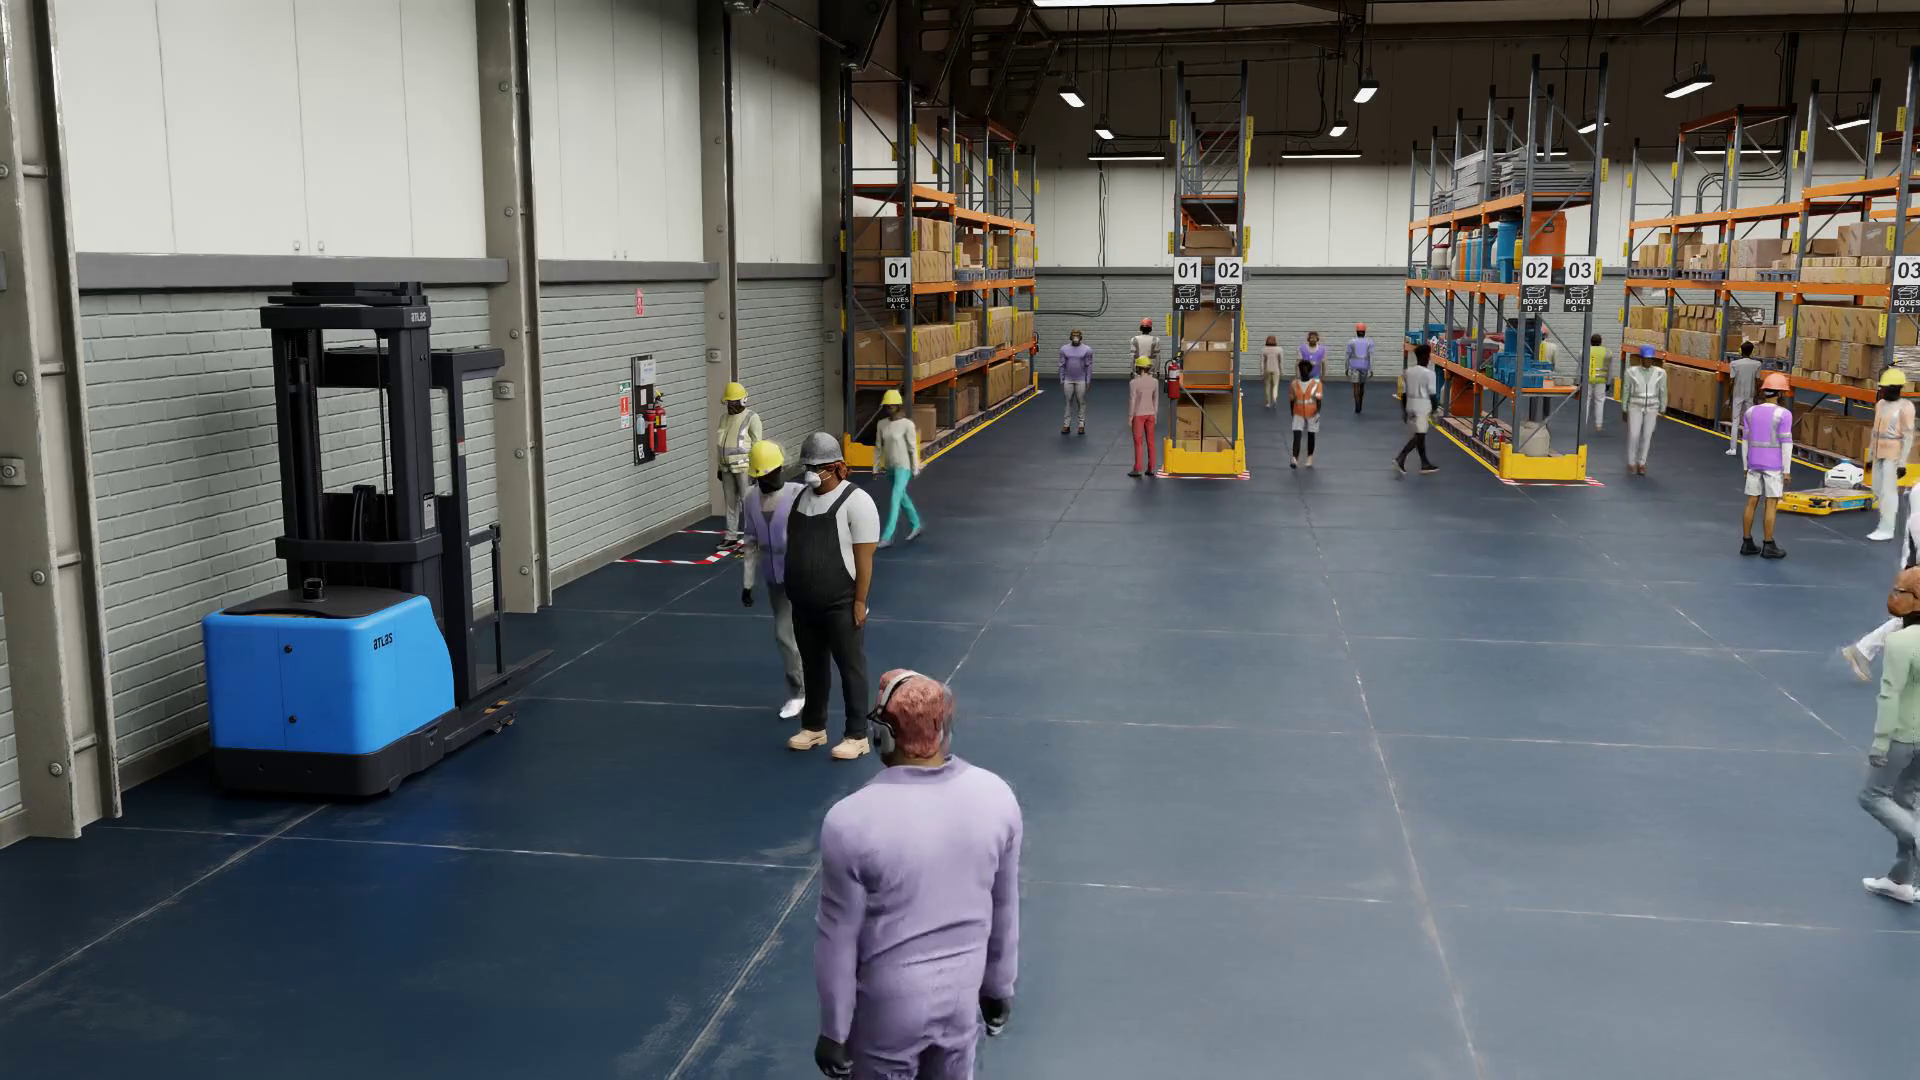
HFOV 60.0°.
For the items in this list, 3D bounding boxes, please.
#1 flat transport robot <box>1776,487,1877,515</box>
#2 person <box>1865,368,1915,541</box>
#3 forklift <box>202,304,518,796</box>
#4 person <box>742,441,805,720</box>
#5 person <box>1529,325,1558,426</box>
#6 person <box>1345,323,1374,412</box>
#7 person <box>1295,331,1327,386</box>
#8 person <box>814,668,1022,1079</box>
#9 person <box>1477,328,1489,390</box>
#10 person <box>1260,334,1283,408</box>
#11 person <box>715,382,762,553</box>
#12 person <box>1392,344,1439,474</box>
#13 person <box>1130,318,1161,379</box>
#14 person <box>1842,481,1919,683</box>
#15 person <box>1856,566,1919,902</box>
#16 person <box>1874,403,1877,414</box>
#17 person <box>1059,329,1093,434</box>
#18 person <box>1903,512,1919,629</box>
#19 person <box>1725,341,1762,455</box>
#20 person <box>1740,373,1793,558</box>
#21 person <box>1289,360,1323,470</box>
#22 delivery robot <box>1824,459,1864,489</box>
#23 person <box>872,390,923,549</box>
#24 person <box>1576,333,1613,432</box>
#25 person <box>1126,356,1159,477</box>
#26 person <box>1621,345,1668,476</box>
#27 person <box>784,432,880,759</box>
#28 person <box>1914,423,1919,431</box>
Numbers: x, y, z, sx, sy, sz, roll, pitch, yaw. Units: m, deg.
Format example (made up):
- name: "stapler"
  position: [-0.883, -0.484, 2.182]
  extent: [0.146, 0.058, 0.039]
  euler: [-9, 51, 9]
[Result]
- name: "flat transport robot"
  position: [11.007, -0.504, 21.048]
  extent: [1.431, 0.197, 0.652]
  euler: [-5, 11, -30]
- name: "person"
  position: [10.406, -0.957, 18.651]
  extent: [0.376, 1.934, 0.606]
  euler: [-1, 9, -4]
- name: "forklift"
  position: [-3.673, -0.038, 10.147]
  extent: [1.129, 2.768, 1.873]
  euler: [1, 9, 9]
- name: "person"
  position: [-1.210, 0.263, 11.222]
  extent: [0.618, 1.878, 0.605]
  euler: [7, 11, 36]
- name: "person"
  position: [11.266, -3.186, 32.261]
  extent: [0.624, 1.965, 0.928]
  euler: [3, 10, 18]
- name: "person"
  position: [8.554, -3.697, 35.653]
  extent: [0.563, 1.886, 0.986]
  euler: [1, 9, 7]
- name: "person"
  position: [6.998, -3.257, 33.215]
  extent: [0.593, 1.794, 0.968]
  euler: [3, 10, 15]
- name: "person"
  position: [-0.094, 1.314, 4.750]
  extent: [0.651, 1.890, 0.611]
  euler: [-7, 11, -35]
- name: "person"
  position: [12.891, -4.515, 41.607]
  extent: [0.872, 1.587, 0.509]
  euler: [4, 10, 25]
- name: "person"
  position: [6.832, -3.700, 36.476]
  extent: [0.508, 1.615, 0.625]
  euler: [2, 9, 10]
- name: "person"
  position: [-2.393, -0.782, 17.848]
  extent: [0.589, 1.826, 0.403]
  euler: [6, 11, 35]
- name: "person"
  position: [6.769, -1.938, 24.637]
  extent: [0.921, 1.938, 0.609]
  euler: [-5, 10, -26]
- name: "person"
  position: [3.779, -3.499, 33.934]
  extent: [0.620, 2.040, 0.385]
  euler: [1, 9, 8]
- name: "person"
  position: [6.785, 0.190, 11.783]
  extent: [0.860, 1.858, 0.584]
  euler: [9, 13, 43]
- name: "person"
  position: [4.525, 0.939, 7.849]
  extent: [0.511, 1.625, 0.433]
  euler: [-5, 11, -29]
- name: "person"
  position: [17.152, -2.859, 30.925]
  extent: [0.499, 1.726, 0.391]
  euler: [0, 9, 2]
- name: "person"
  position: [2.137, -2.948, 30.860]
  extent: [0.629, 1.940, 0.372]
  euler: [3, 10, 15]
- name: "person"
  position: [5.948, 0.456, 9.955]
  extent: [0.506, 1.909, 0.604]
  euler: [-6, 11, -31]
- name: "person"
  position: [12.806, -2.319, 27.193]
  extent: [0.532, 1.871, 0.321]
  euler: [2, 9, 12]
- name: "person"
  position: [8.540, -0.791, 17.568]
  extent: [0.378, 1.932, 0.551]
  euler: [-5, 10, -28]
- name: "person"
  position: [5.241, -1.900, 25.277]
  extent: [0.534, 1.642, 0.890]
  euler: [4, 10, 21]
- name: "delivery robot"
  position: [11.640, -0.828, 21.885]
  extent: [0.477, 0.478, 0.707]
  euler: [7, 12, 39]
- name: "person"
  position: [-0.680, -0.804, 18.310]
  extent: [0.538, 1.719, 0.911]
  euler: [8, 12, 40]
- name: "person"
  position: [11.925, -2.964, 31.301]
  extent: [0.641, 1.835, 0.430]
  euler: [2, 9, 13]
- name: "person"
  position: [2.675, -1.820, 24.441]
  extent: [0.536, 1.766, 0.323]
  euler: [-5, 11, -30]
- name: "person"
  position: [10.068, -1.898, 24.436]
  extent: [0.604, 1.914, 0.813]
  euler: [2, 9, 12]
- name: "person"
  position: [-0.853, 0.347, 10.353]
  extent: [0.677, 2.000, 0.536]
  euler: [7, 12, 37]
- name: "person"
  position: [16.679, -2.490, 28.463]
  extent: [0.599, 1.805, 0.787]
  euler: [-1, 9, -4]
